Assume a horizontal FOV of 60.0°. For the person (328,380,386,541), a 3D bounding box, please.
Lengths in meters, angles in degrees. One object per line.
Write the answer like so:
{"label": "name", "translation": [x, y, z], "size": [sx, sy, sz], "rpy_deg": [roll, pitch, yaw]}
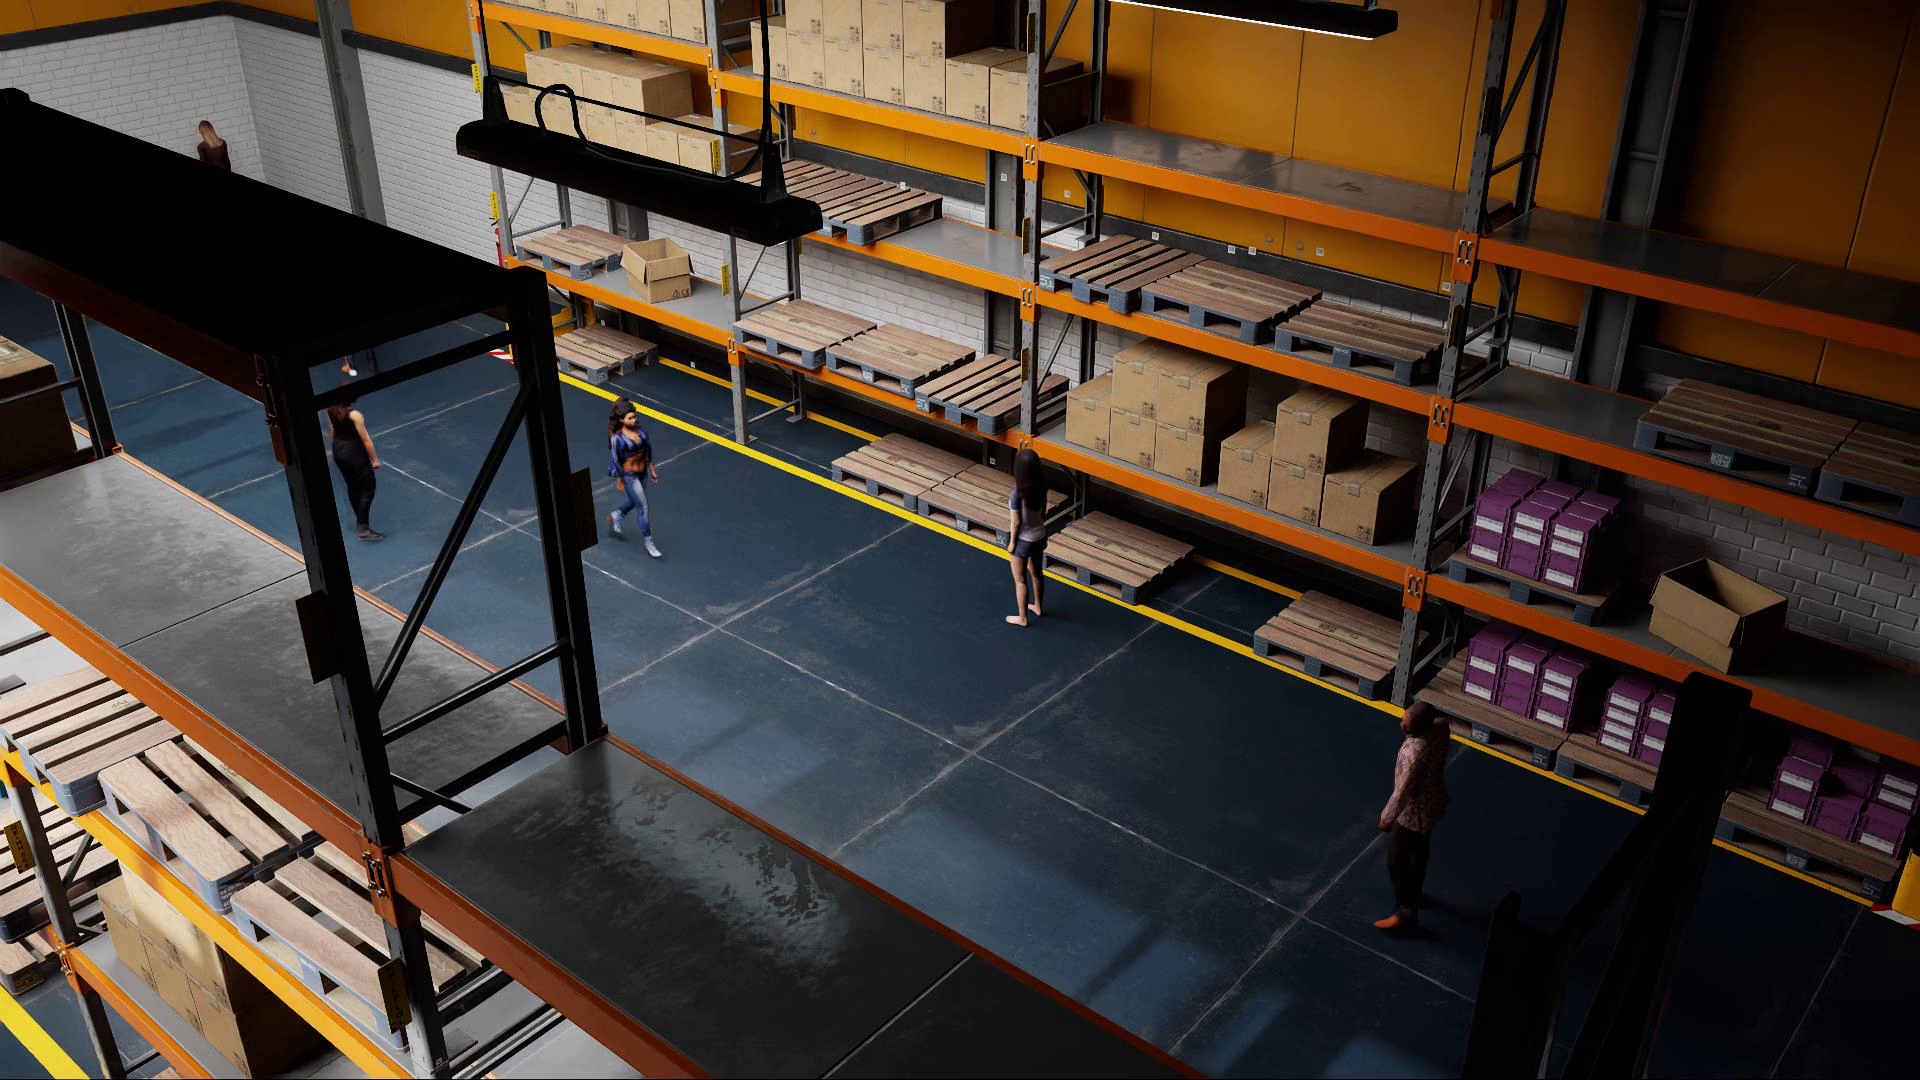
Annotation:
{"label": "person", "translation": [-5.973, -0.830, 16.318], "size": [0.719, 1.668, 0.871], "rpy_deg": [6, 29, 10]}

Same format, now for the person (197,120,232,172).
{"label": "person", "translation": [-10.931, -5.339, 24.547], "size": [0.504, 1.703, 0.602], "rpy_deg": [21, 35, 33]}

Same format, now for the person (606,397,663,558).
{"label": "person", "translation": [-3.188, -0.629, 16.031], "size": [1.023, 1.591, 0.648], "rpy_deg": [18, 34, 30]}

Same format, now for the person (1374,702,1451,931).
{"label": "person", "translation": [3.155, 1.803, 11.375], "size": [0.820, 1.778, 0.615], "rpy_deg": [-17, 33, -28]}

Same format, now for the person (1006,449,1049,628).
{"label": "person", "translation": [0.596, -0.031, 14.814], "size": [0.525, 1.705, 0.596], "rpy_deg": [25, 37, 37]}
